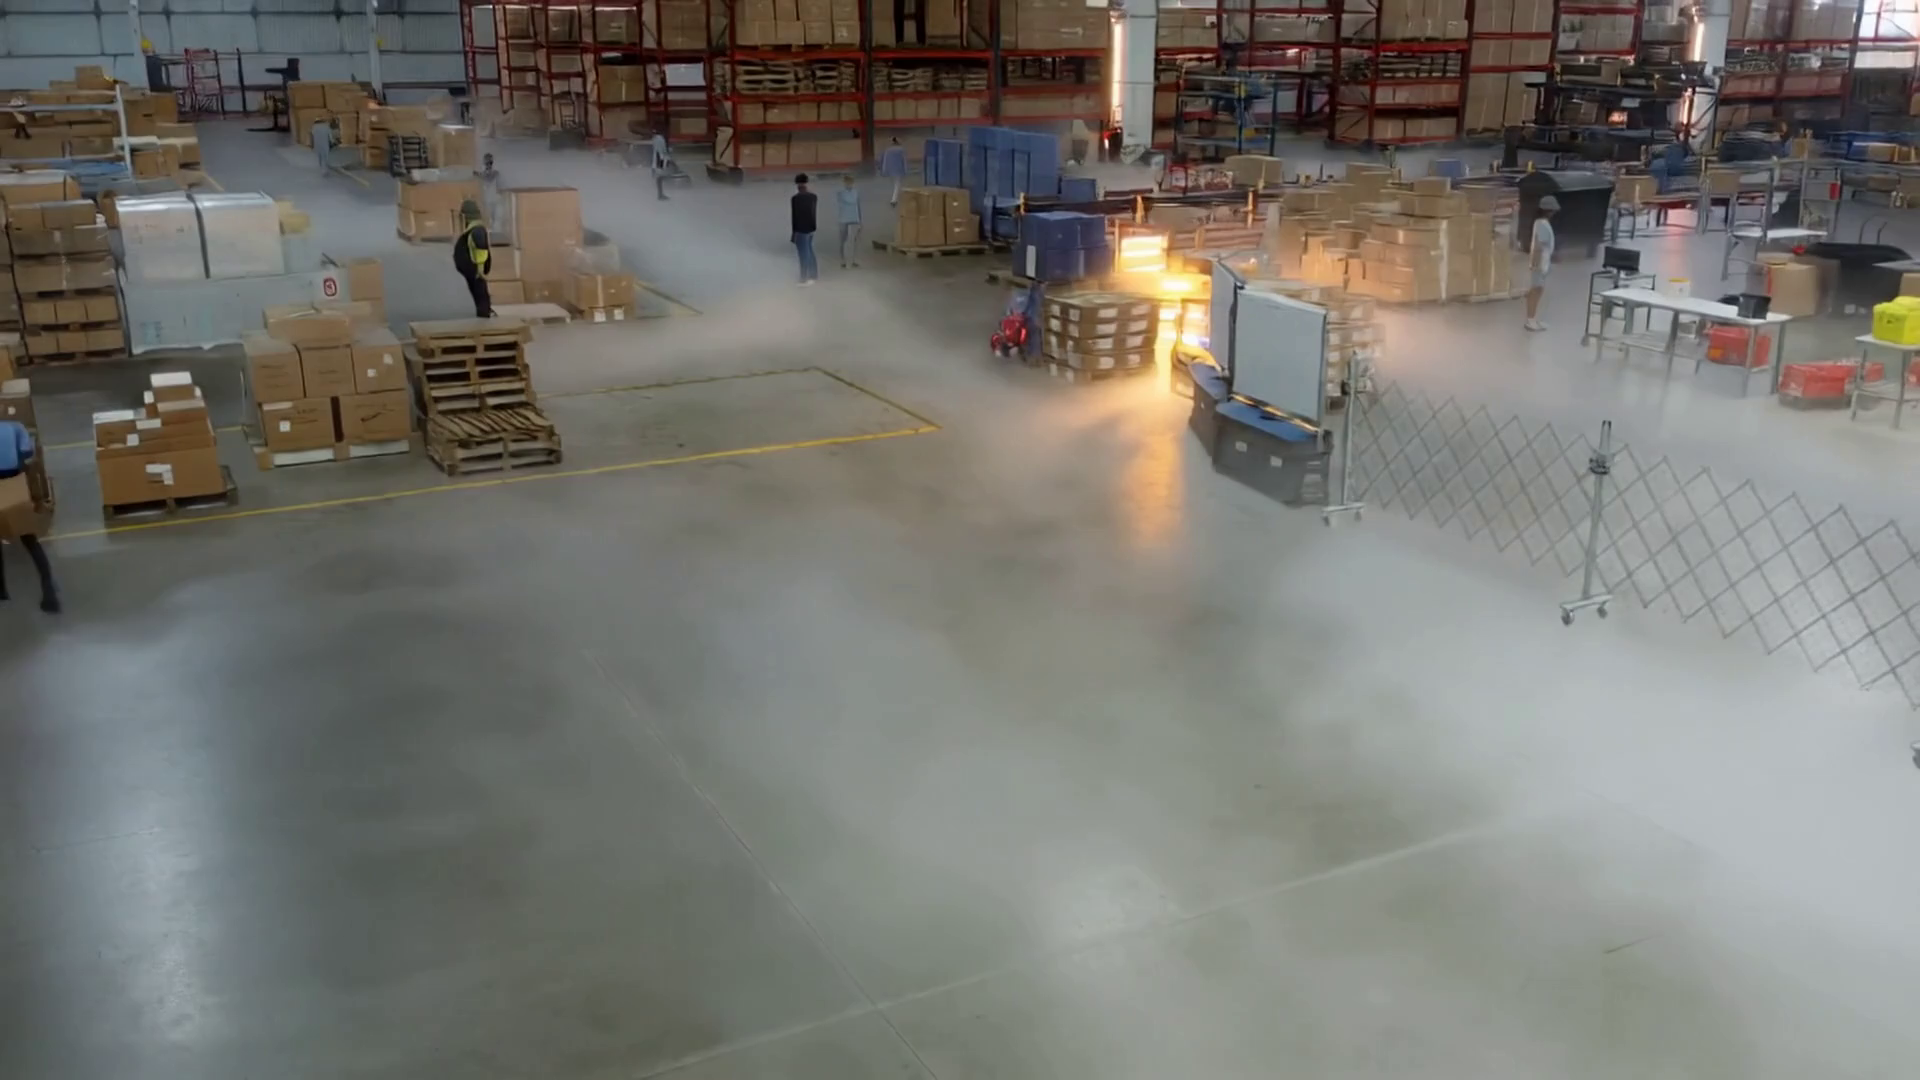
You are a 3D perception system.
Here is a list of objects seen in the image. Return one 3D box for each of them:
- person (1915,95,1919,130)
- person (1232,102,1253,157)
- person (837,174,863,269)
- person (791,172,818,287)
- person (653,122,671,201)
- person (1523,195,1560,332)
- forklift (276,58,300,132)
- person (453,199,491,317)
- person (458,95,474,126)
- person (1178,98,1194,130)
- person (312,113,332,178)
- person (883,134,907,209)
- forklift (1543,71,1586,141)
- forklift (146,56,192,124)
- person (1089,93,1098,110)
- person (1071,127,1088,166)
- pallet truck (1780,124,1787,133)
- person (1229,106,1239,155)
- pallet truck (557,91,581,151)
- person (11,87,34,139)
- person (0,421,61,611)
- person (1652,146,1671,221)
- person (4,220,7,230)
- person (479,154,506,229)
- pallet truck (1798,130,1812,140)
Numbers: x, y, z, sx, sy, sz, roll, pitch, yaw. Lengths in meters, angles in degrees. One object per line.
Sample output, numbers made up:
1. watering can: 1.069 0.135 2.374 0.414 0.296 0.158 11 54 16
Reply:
1. person: 36.987 -16.484 63.732 0.607 1.943 0.403 0 18 1
2. person: 8.979 -12.903 52.666 0.659 1.886 0.717 -7 19 -22
3. person: -2.070 -6.017 31.389 0.532 1.767 0.328 -12 21 -33
4. person: -2.747 -5.456 29.272 0.381 1.994 0.614 13 22 35
5. person: -7.607 -9.626 42.318 0.367 1.966 0.607 0 18 -1
6. person: 8.860 -4.213 25.312 0.370 2.047 0.612 3 18 10
7. forklift: -26.251 -17.613 65.743 1.873 2.768 1.129 -9 20 -26
8. person: -7.291 -4.074 24.889 0.537 2.000 0.678 -8 19 -24
9. person: -18.319 -15.649 61.636 0.558 1.615 0.563 -14 23 -38
10. person: 9.019 -17.232 66.280 0.712 1.804 0.626 -8 20 -24
11. person: -18.486 -11.449 48.218 0.524 1.842 0.874 -3 18 -11
12. person: -1.601 -8.948 40.478 0.592 1.801 0.762 6 19 19
13. forklift: 18.685 -13.231 52.085 1.873 2.768 1.129 -9 20 -26
14. forklift: -32.961 -18.471 68.420 1.873 2.768 1.129 -1 18 -2
15. person: 5.544 -18.140 69.295 0.315 1.696 0.540 -16 24 -41
16. person: 3.182 -10.192 44.512 0.537 1.698 0.320 14 22 36
17. pallet truck: 25.206 -12.542 52.601 1.601 1.201 0.680 0 18 -2
18. person: 9.218 -13.714 55.691 0.501 1.575 0.898 -6 19 -19
19. pallet truck: -13.495 -14.412 57.188 0.823 1.965 1.885 -3 18 -9
20. person: -35.075 -15.914 62.041 0.569 1.893 0.674 13 22 35
21. person: -7.737 -0.344 13.513 0.993 1.895 0.565 13 22 35
22. person: 15.956 -8.106 37.974 0.893 1.725 0.533 -6 19 -19
23. person: -20.235 -7.137 34.727 0.329 1.865 0.507 3 18 10
24. person: -9.458 -6.842 33.704 0.576 1.924 0.400 3 18 9
25. pallet truck: 25.526 -11.556 49.408 1.630 1.274 0.653 -9 20 -26
